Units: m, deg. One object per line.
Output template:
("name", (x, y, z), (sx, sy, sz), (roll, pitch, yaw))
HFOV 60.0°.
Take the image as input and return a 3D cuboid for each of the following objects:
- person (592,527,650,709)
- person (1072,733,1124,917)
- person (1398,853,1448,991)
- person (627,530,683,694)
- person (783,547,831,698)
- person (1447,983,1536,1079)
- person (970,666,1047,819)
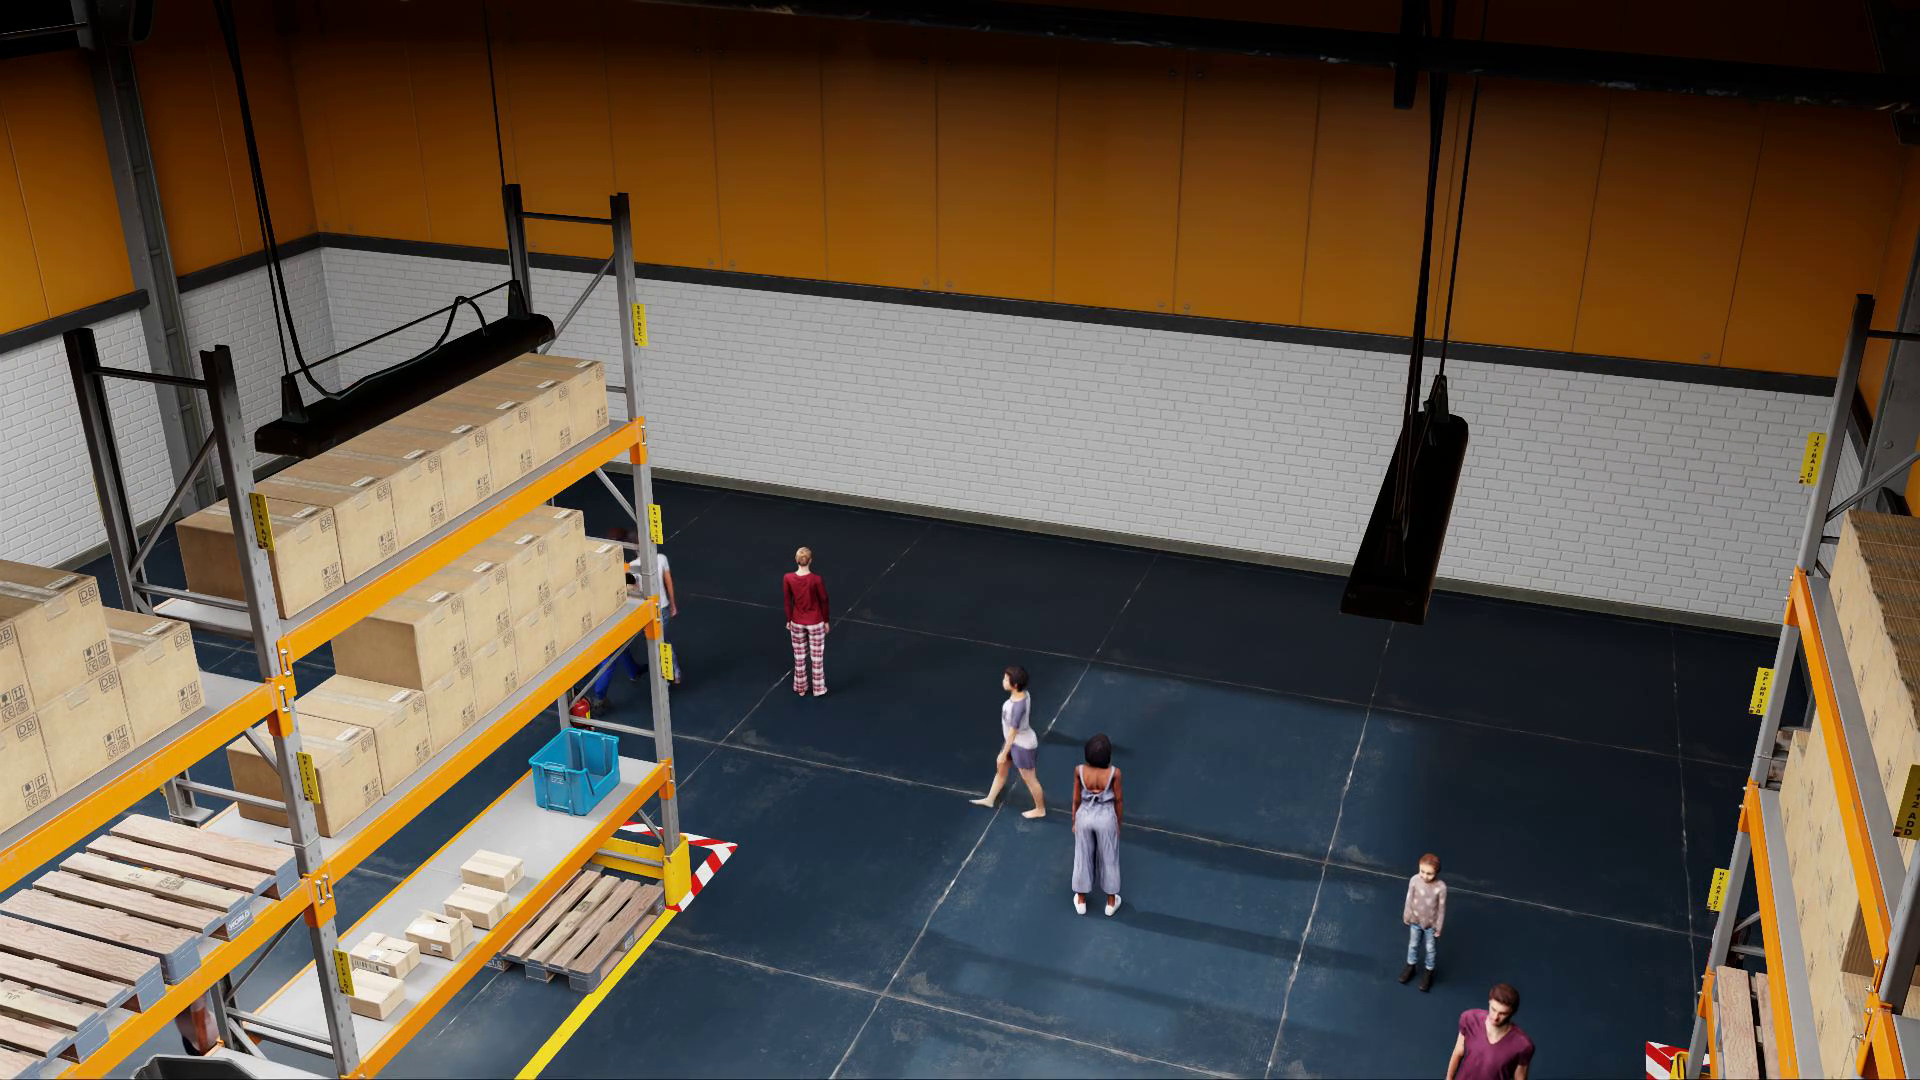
("person", (-3.594, 0.840, 17.031), (0.834, 1.836, 1.311), (11, 26, 24))
("person", (1.134, 2.347, 13.758), (0.617, 1.696, 0.571), (5, 24, 10))
("person", (3.646, 2.953, 12.999), (0.511, 1.195, 0.519), (15, 28, 30))
("person", (-3.139, 0.784, 17.155), (0.759, 1.840, 0.845), (-13, 27, -27))
("person", (-1.581, 0.834, 17.219), (0.654, 1.697, 0.576), (3, 24, 7))
("person", (3.407, 3.583, 10.761), (0.882, 1.833, 1.036), (20, 31, 38))
("person", (0.616, 1.854, 15.091), (0.840, 1.533, 0.946), (-1, 24, -2))
